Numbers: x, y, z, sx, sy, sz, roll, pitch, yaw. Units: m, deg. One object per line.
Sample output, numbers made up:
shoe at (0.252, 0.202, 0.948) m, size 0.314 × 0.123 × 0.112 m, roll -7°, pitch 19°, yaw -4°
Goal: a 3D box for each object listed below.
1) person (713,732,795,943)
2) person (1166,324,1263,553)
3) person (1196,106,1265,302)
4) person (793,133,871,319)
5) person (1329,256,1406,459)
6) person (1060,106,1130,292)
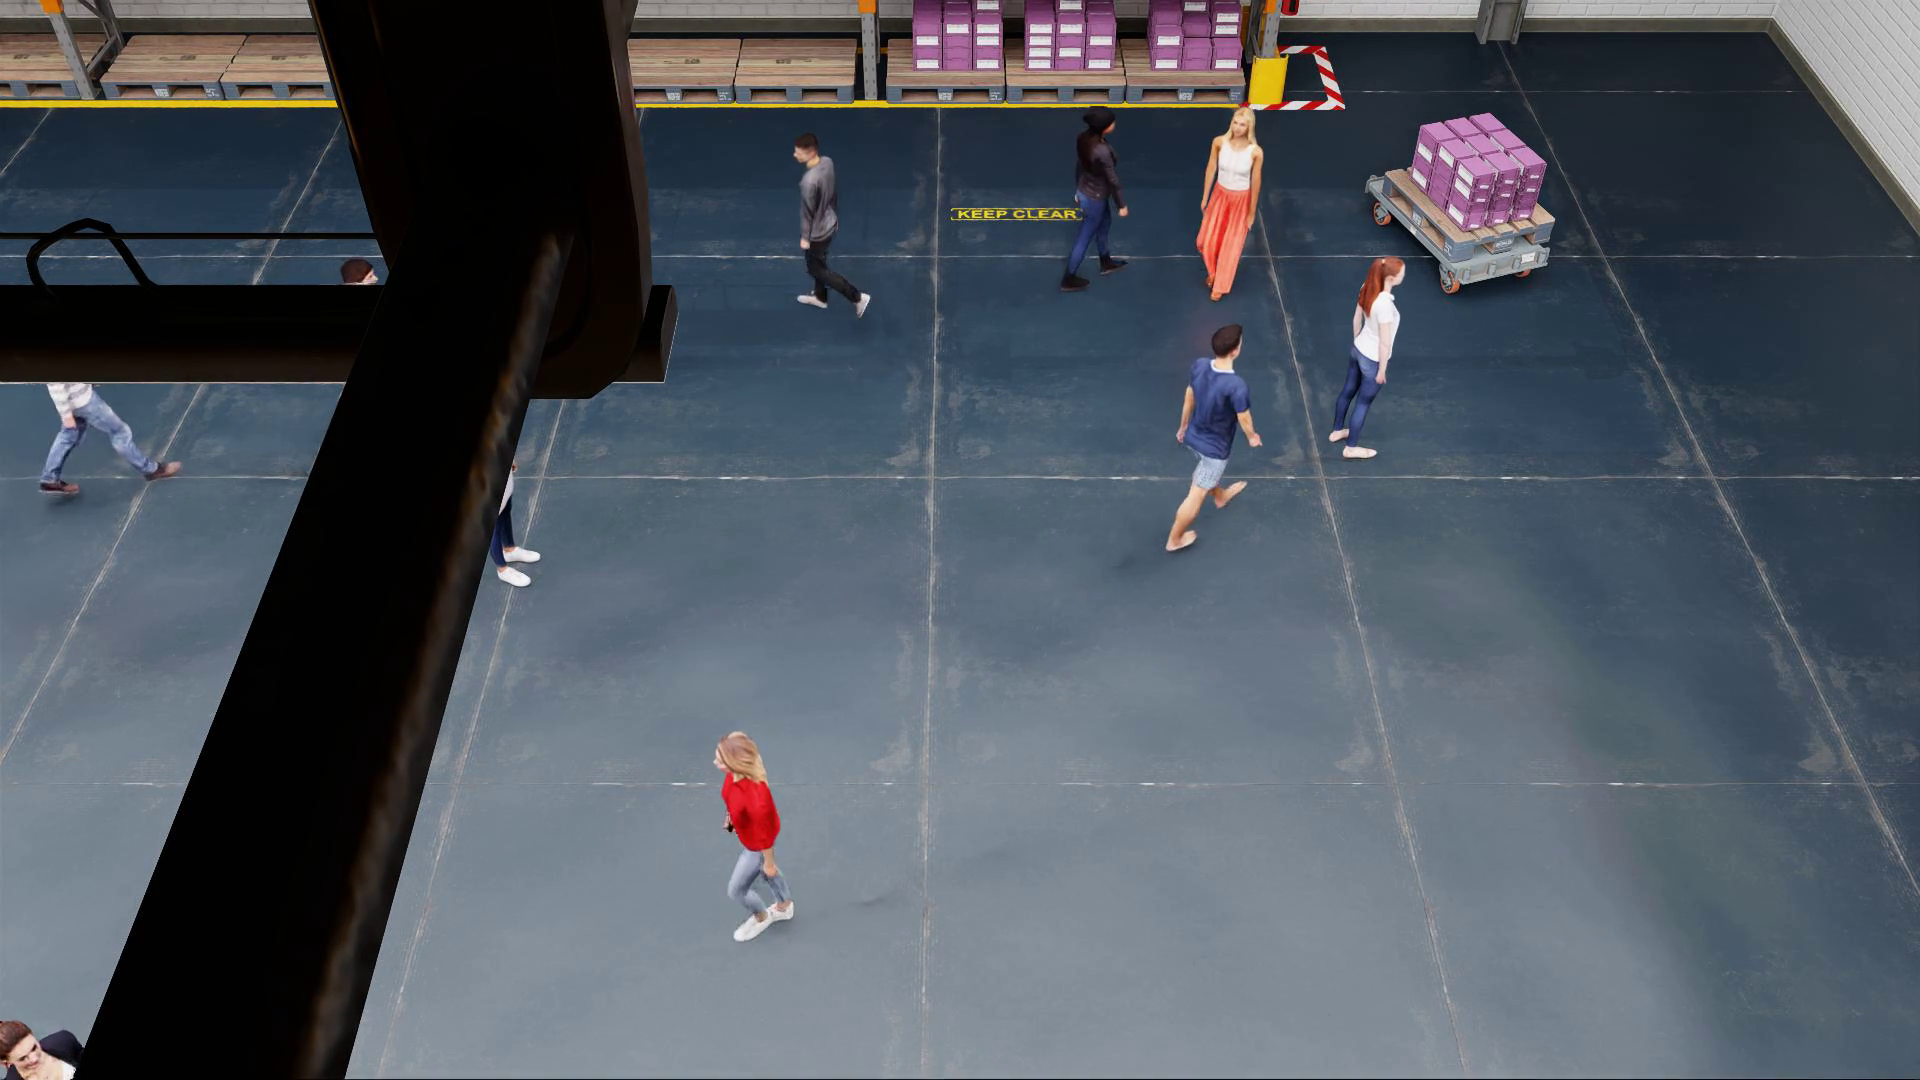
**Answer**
person at (-1.067, 1.645, 9.315) m, size 0.732 × 1.689 × 0.728 m, roll -15°, pitch 46°, yaw -15°
person at (1.683, -0.656, 11.647) m, size 1.180 × 1.803 × 1.026 m, roll -26°, pitch 49°, yaw -24°
person at (2.304, -2.863, 13.969) m, size 0.783 × 1.797 × 0.844 m, roll 19°, pitch 47°, yaw 19°
person at (-1.090, -2.538, 13.667) m, size 1.041 × 1.741 × 0.821 m, roll 14°, pitch 45°, yaw 14°
person at (3.048, -1.378, 12.453) m, size 0.611 × 1.737 × 0.632 m, roll -12°, pitch 45°, yaw -12°
person at (1.029, -2.822, 13.973) m, size 0.984 × 1.731 × 0.784 m, roll -13°, pitch 45°, yaw -14°
